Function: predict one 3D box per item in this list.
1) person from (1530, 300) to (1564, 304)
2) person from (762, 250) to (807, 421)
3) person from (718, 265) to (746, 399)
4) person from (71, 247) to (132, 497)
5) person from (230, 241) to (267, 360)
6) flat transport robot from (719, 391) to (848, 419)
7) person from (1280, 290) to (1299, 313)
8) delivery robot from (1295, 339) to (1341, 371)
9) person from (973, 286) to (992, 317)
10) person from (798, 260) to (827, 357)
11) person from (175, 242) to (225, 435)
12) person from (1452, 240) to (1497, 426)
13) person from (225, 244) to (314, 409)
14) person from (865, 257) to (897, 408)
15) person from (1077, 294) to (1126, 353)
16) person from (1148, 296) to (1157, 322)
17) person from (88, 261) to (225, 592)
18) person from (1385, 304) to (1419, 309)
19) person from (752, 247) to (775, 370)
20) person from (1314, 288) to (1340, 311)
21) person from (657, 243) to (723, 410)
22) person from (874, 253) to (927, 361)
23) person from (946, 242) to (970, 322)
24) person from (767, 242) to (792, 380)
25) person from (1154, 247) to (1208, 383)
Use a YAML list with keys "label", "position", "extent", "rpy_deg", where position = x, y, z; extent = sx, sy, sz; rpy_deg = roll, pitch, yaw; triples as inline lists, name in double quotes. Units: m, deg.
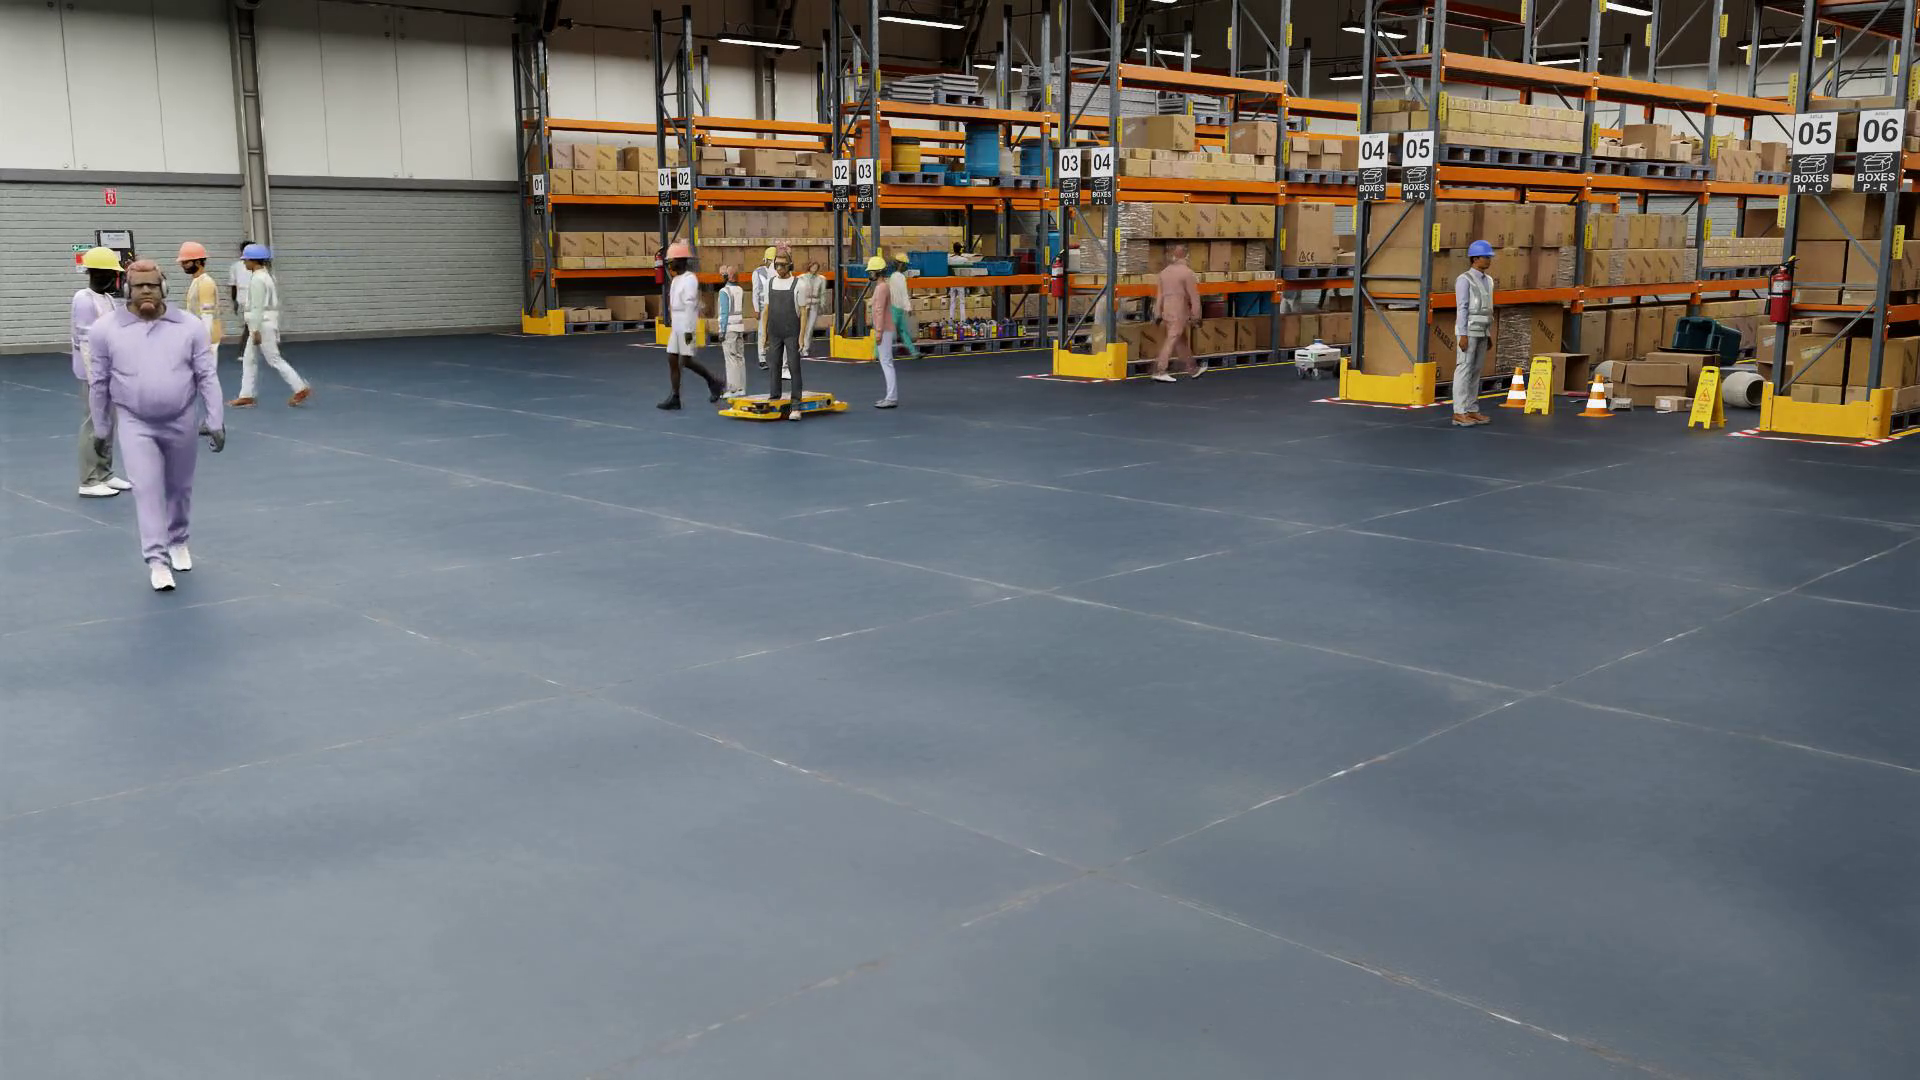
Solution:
- label: "person"
  position: [8.953, -3.620, 25.484]
  extent: [0.658, 1.921, 0.441]
  rpy_deg: [9, 14, 40]
- label: "person"
  position: [-1.917, -2.229, 18.120]
  extent: [0.508, 1.846, 0.345]
  rpy_deg: [3, 11, 14]
- label: "person"
  position: [-2.815, -2.559, 20.478]
  extent: [0.307, 1.639, 0.525]
  rpy_deg: [4, 11, 19]
- label: "person"
  position: [-6.645, -1.307, 12.922]
  extent: [0.420, 1.914, 0.602]
  rpy_deg: [-1, 10, -6]
- label: "person"
  position: [-11.361, -3.836, 26.716]
  extent: [0.618, 1.914, 1.030]
  rpy_deg: [2, 11, 13]
- label: "flat transport robot"
  position: [-1.975, -1.526, 18.694]
  extent: [0.652, 0.197, 1.431]
  rpy_deg: [8, 13, 36]
- label: "person"
  position: [6.179, -4.517, 31.289]
  extent: [0.873, 1.578, 0.513]
  rpy_deg: [-7, 13, -34]
- label: "delivery robot"
  position: [5.051, -2.594, 23.487]
  extent: [0.707, 0.478, 0.477]
  rpy_deg: [-9, 14, -40]
- label: "person"
  position: [0.523, -5.905, 38.087]
  extent: [0.605, 1.883, 0.993]
  rpy_deg: [9, 14, 42]
- label: "person"
  position: [-2.470, -3.821, 27.465]
  extent: [0.511, 1.593, 0.732]
  rpy_deg: [-4, 11, -19]
- label: "person"
  position: [-7.702, -2.049, 16.886]
  extent: [0.378, 1.934, 0.550]
  rpy_deg: [-6, 12, -29]
- label: "person"
  position: [5.463, -2.200, 17.669]
  extent: [0.384, 1.951, 0.605]
  rpy_deg: [10, 14, 44]
- label: "person"
  position: [-8.086, -2.495, 19.399]
  extent: [0.956, 1.910, 0.615]
  rpy_deg: [-4, 11, -19]
- label: "person"
  position: [-0.931, -2.436, 19.505]
  extent: [0.376, 1.754, 0.540]
  rpy_deg: [0, 10, 0]
- label: "person"
  position: [2.515, -4.132, 28.402]
  extent: [1.027, 1.879, 0.639]
  rpy_deg: [-7, 13, -35]
- label: "person"
  position: [4.311, -5.724, 36.920]
  extent: [0.543, 1.939, 0.371]
  rpy_deg: [7, 12, 33]
- label: "person"
  position: [-4.660, -0.684, 9.672]
  extent: [0.679, 1.863, 0.995]
  rpy_deg: [-6, 12, -31]
- label: "person"
  position: [6.312, -3.185, 23.810]
  extent: [0.544, 1.654, 0.778]
  rpy_deg: [4, 11, 22]
- label: "person"
  position: [-2.843, -3.495, 25.080]
  extent: [0.588, 1.823, 0.403]
  rpy_deg: [-8, 13, -36]
- label: "person"
  position: [9.652, -6.910, 43.372]
  extent: [0.658, 1.941, 1.010]
  rpy_deg: [-3, 11, -16]
- label: "person"
  position: [-3.160, -2.477, 19.282]
  extent: [0.716, 1.916, 0.560]
  rpy_deg: [-8, 13, -36]
- label: "person"
  position: [-0.964, -3.672, 26.350]
  extent: [0.919, 1.700, 0.629]
  rpy_deg: [-3, 11, -17]
- label: "person"
  position: [-0.050, -5.136, 33.915]
  extent: [0.516, 1.866, 0.325]
  rpy_deg: [4, 11, 19]
- label: "person"
  position: [-2.474, -3.214, 23.330]
  extent: [0.410, 1.905, 0.641]
  rpy_deg: [-3, 11, -18]
- label: "person"
  position: [3.059, -3.108, 22.915]
  extent: [1.025, 1.833, 0.677]
  rpy_deg: [-5, 12, -27]
